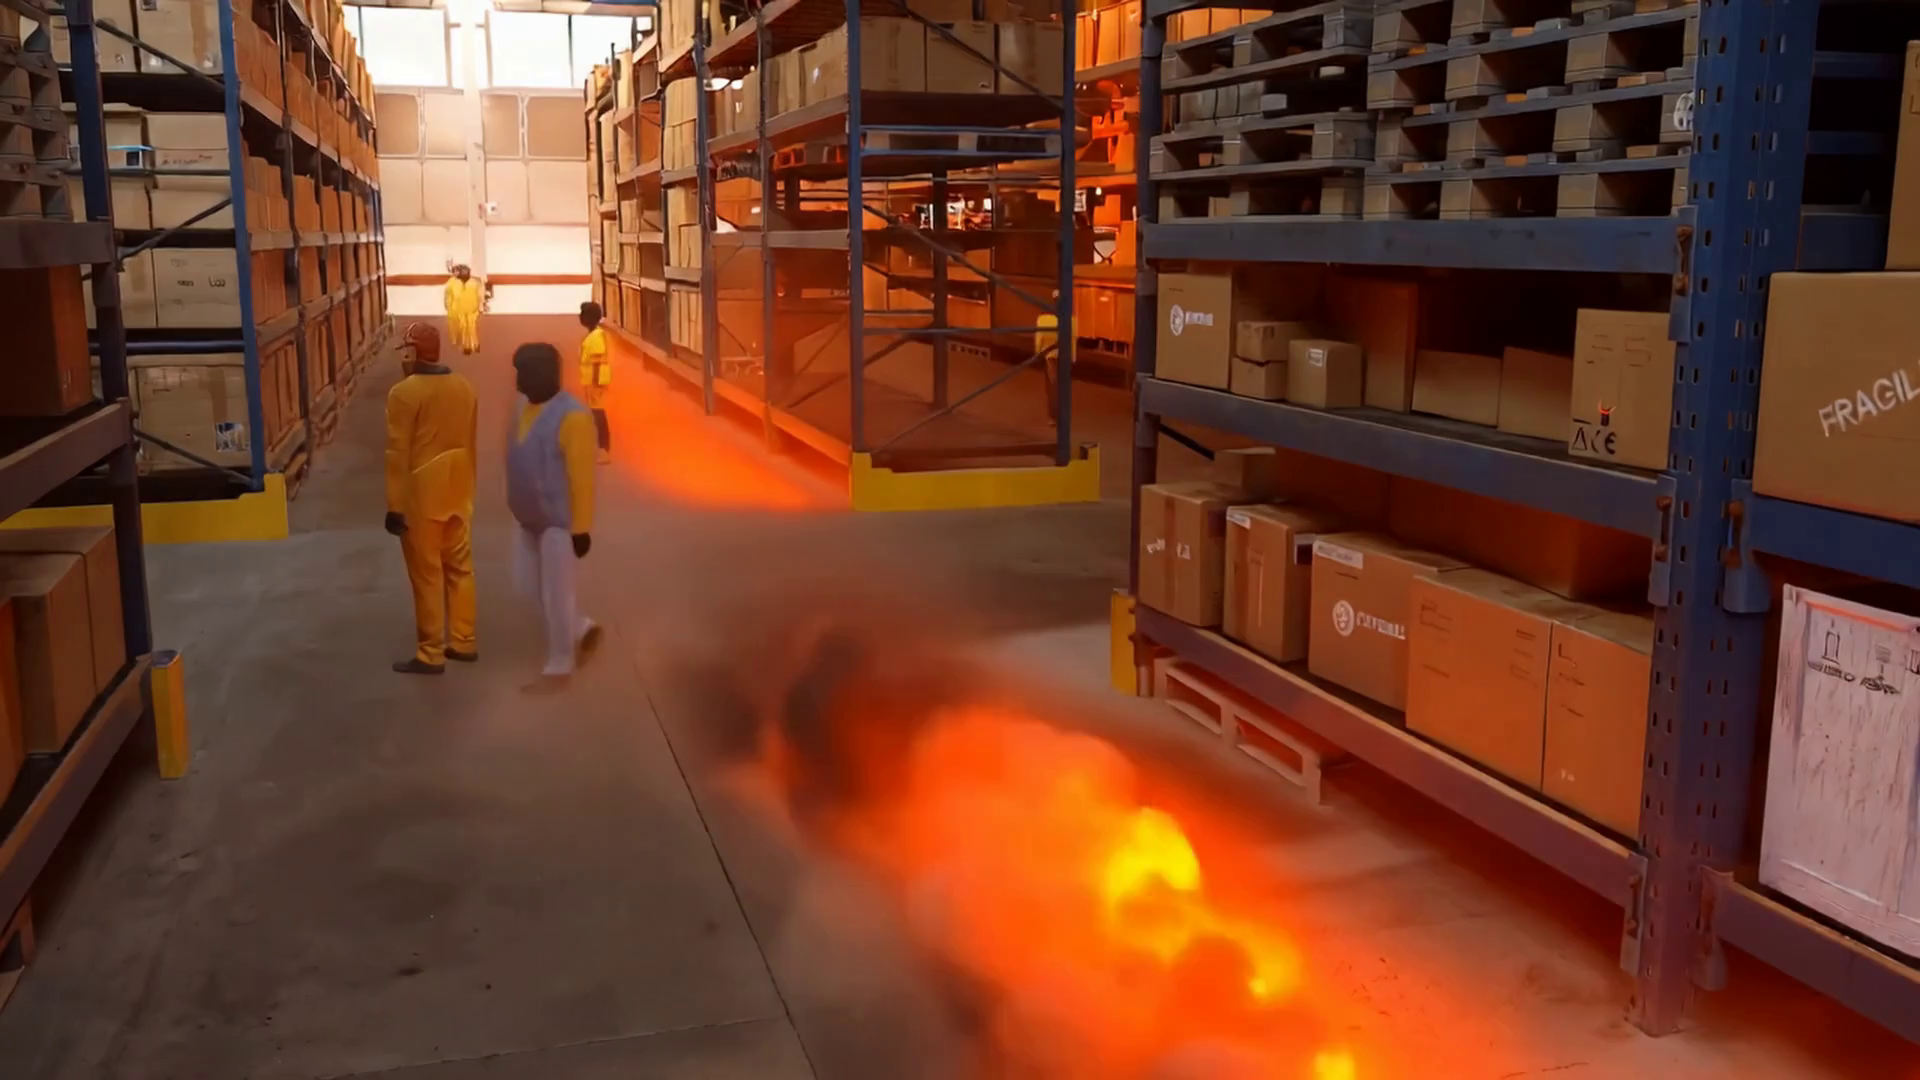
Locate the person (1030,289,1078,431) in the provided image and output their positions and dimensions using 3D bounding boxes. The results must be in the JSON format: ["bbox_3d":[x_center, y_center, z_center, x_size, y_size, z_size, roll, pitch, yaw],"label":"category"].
[{"bbox_3d":[1.179,-2.204,20.330,0.536,1.725,0.900,-4,11,-22],"label":"person"}]

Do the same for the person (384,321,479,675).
[{"bbox_3d":[-2.882,-0.229,9.028,0.399,1.900,0.643,4,11,21],"label":"person"}]

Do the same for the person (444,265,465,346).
[{"bbox_3d":[-10.873,-5.085,36.043,0.572,1.747,0.346,-4,11,-19],"label":"person"}]

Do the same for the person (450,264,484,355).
[{"bbox_3d":[-9.869,-4.609,33.271,0.633,1.811,0.506,1,10,6],"label":"person"}]

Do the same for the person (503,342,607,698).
[{"bbox_3d":[-2.071,-0.110,8.576,0.641,1.822,0.510,10,14,42],"label":"person"}]

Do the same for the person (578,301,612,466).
[{"bbox_3d":[-3.783,-1.619,17.211,0.317,1.691,0.535,-4,11,-23],"label":"person"}]
